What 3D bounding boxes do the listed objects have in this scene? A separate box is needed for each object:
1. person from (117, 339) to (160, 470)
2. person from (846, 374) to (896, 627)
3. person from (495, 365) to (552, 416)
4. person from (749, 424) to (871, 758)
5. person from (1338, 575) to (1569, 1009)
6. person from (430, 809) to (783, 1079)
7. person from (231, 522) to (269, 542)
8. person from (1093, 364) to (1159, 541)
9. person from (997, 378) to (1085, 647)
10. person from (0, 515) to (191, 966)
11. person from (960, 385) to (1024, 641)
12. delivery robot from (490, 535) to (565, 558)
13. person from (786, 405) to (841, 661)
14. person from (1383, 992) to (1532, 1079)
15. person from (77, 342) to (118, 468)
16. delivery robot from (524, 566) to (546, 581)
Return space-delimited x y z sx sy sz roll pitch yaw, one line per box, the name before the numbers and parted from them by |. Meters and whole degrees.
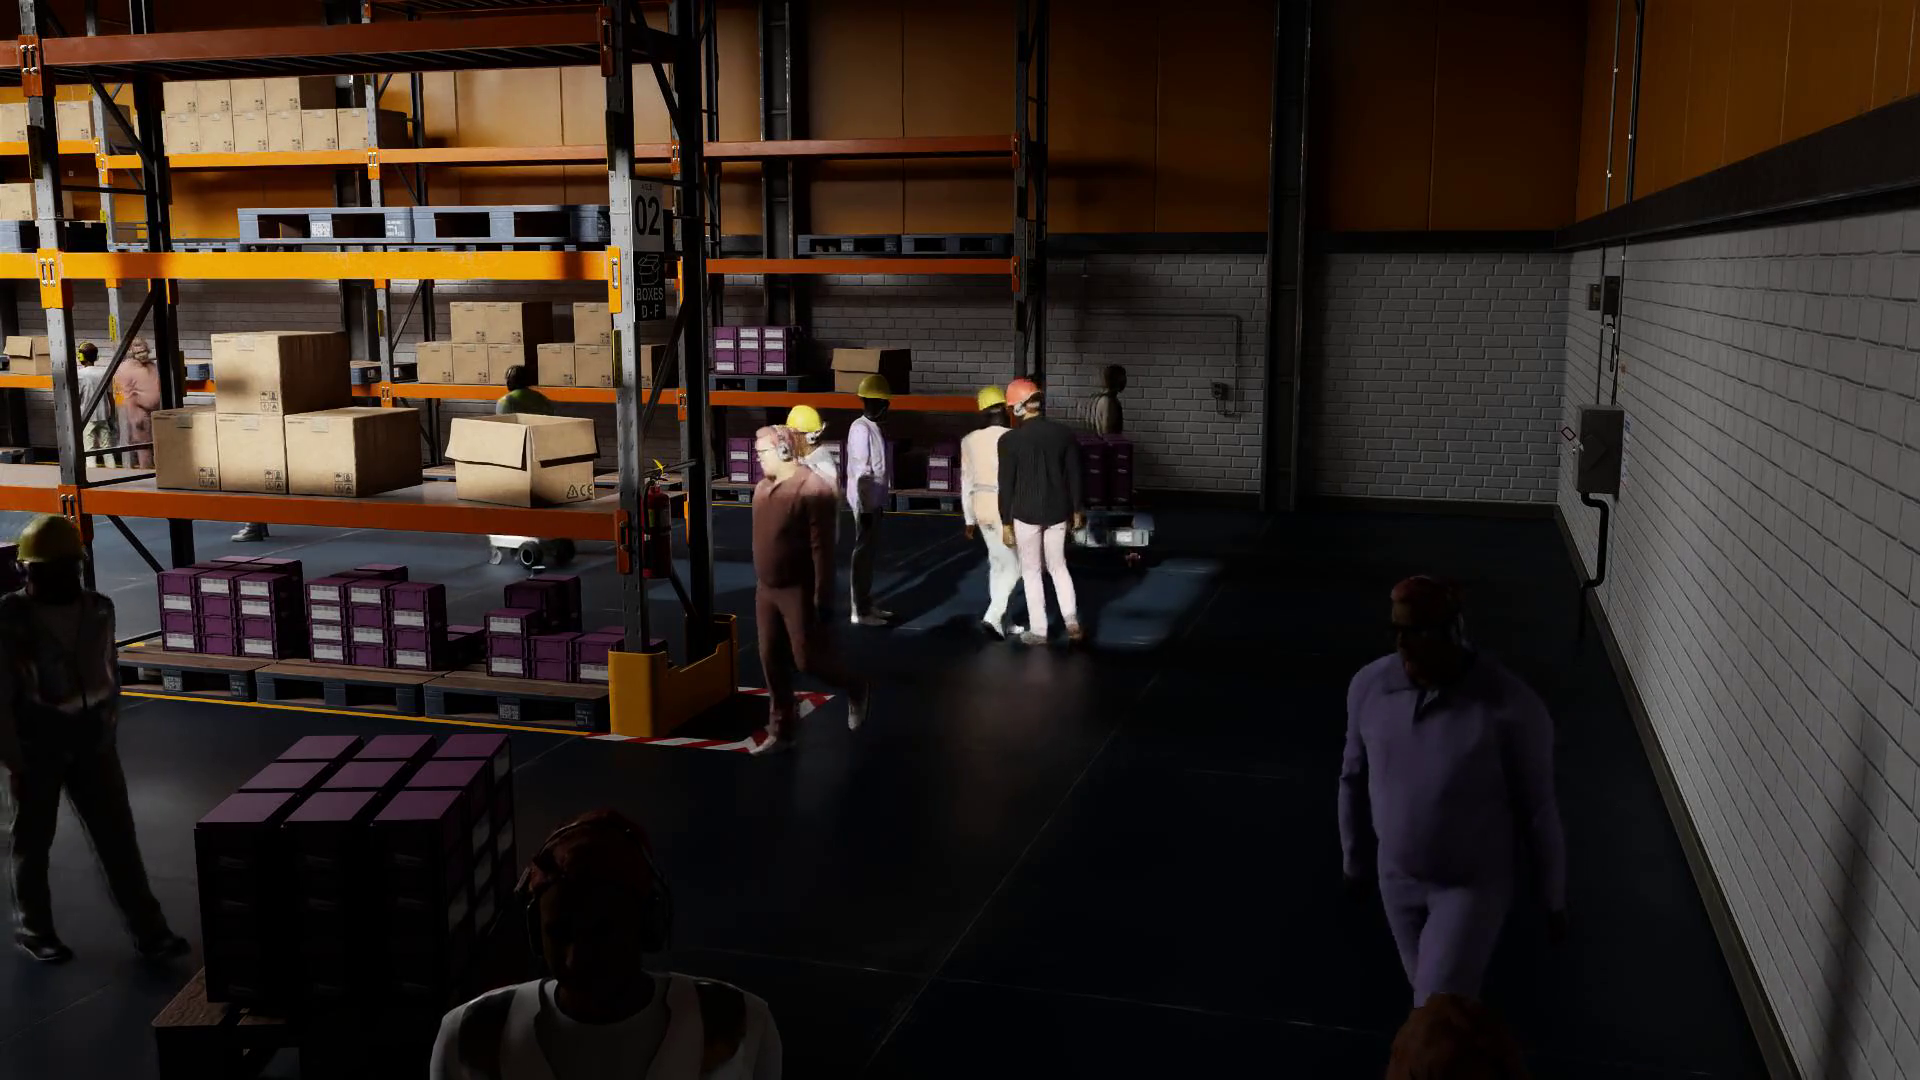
person | -9.942 -1.525 20.353 0.435 1.877 0.646 4 10 23
person | -0.673 -0.309 12.791 0.385 1.925 0.591 1 9 6
person | -4.150 -0.788 16.082 0.843 1.813 0.636 8 12 41
person | -0.898 0.270 9.443 0.653 1.872 0.713 9 13 43
person | 1.509 0.995 5.095 0.938 1.856 0.698 -9 13 -42
person | -0.572 1.359 2.756 0.586 1.882 0.340 -1 9 -7
person | -7.160 -0.955 16.661 0.394 1.949 0.602 -1 9 -7
person | 1.456 -0.858 16.590 0.987 1.793 0.540 2 9 11
person | 0.592 -0.176 11.889 0.675 1.962 0.638 -3 10 -17
person | -3.423 0.804 6.420 0.800 1.794 0.598 6 11 33
person | 0.290 -0.190 12.206 0.616 1.887 0.563 6 11 35
delivery robot | -3.981 -0.081 15.290 0.707 0.478 0.477 5 11 30
person | -1.033 -0.006 11.325 0.418 1.815 0.639 -4 10 -23
person | 0.753 1.498 2.671 0.506 1.631 0.269 -1 9 -4
person | -10.174 -1.384 19.526 0.315 1.867 0.532 6 11 33
delivery robot | -3.064 0.435 12.135 0.477 0.478 0.707 -1 9 -5
